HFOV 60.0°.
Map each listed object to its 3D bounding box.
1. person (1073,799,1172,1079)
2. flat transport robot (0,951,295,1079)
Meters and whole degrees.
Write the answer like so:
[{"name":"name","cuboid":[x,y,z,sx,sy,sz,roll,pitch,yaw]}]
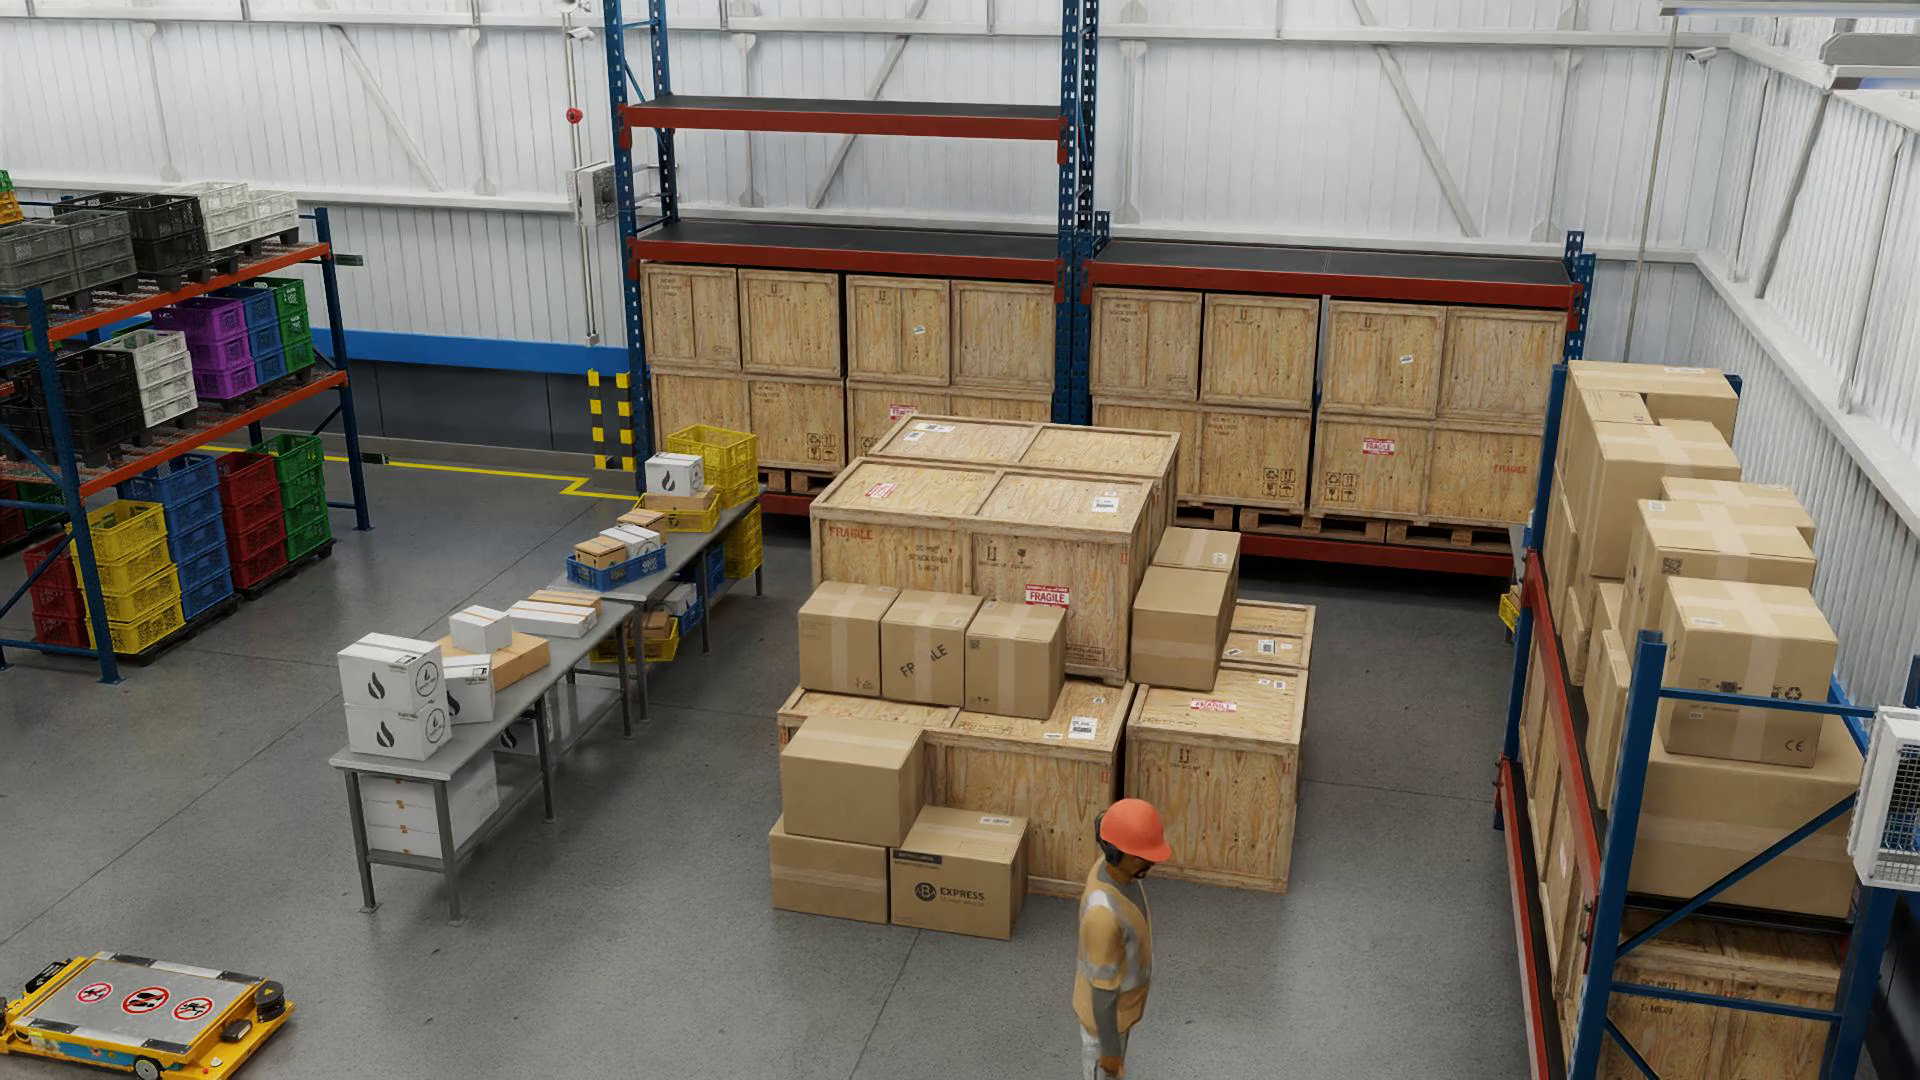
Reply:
[{"name":"person","cuboid":[0.692,2.035,7.253,0.389,2.035,0.604,4,21,11]},{"name":"flat transport robot","cuboid":[-4.270,2.464,8.601,1.431,0.231,0.659,5,22,13]}]
